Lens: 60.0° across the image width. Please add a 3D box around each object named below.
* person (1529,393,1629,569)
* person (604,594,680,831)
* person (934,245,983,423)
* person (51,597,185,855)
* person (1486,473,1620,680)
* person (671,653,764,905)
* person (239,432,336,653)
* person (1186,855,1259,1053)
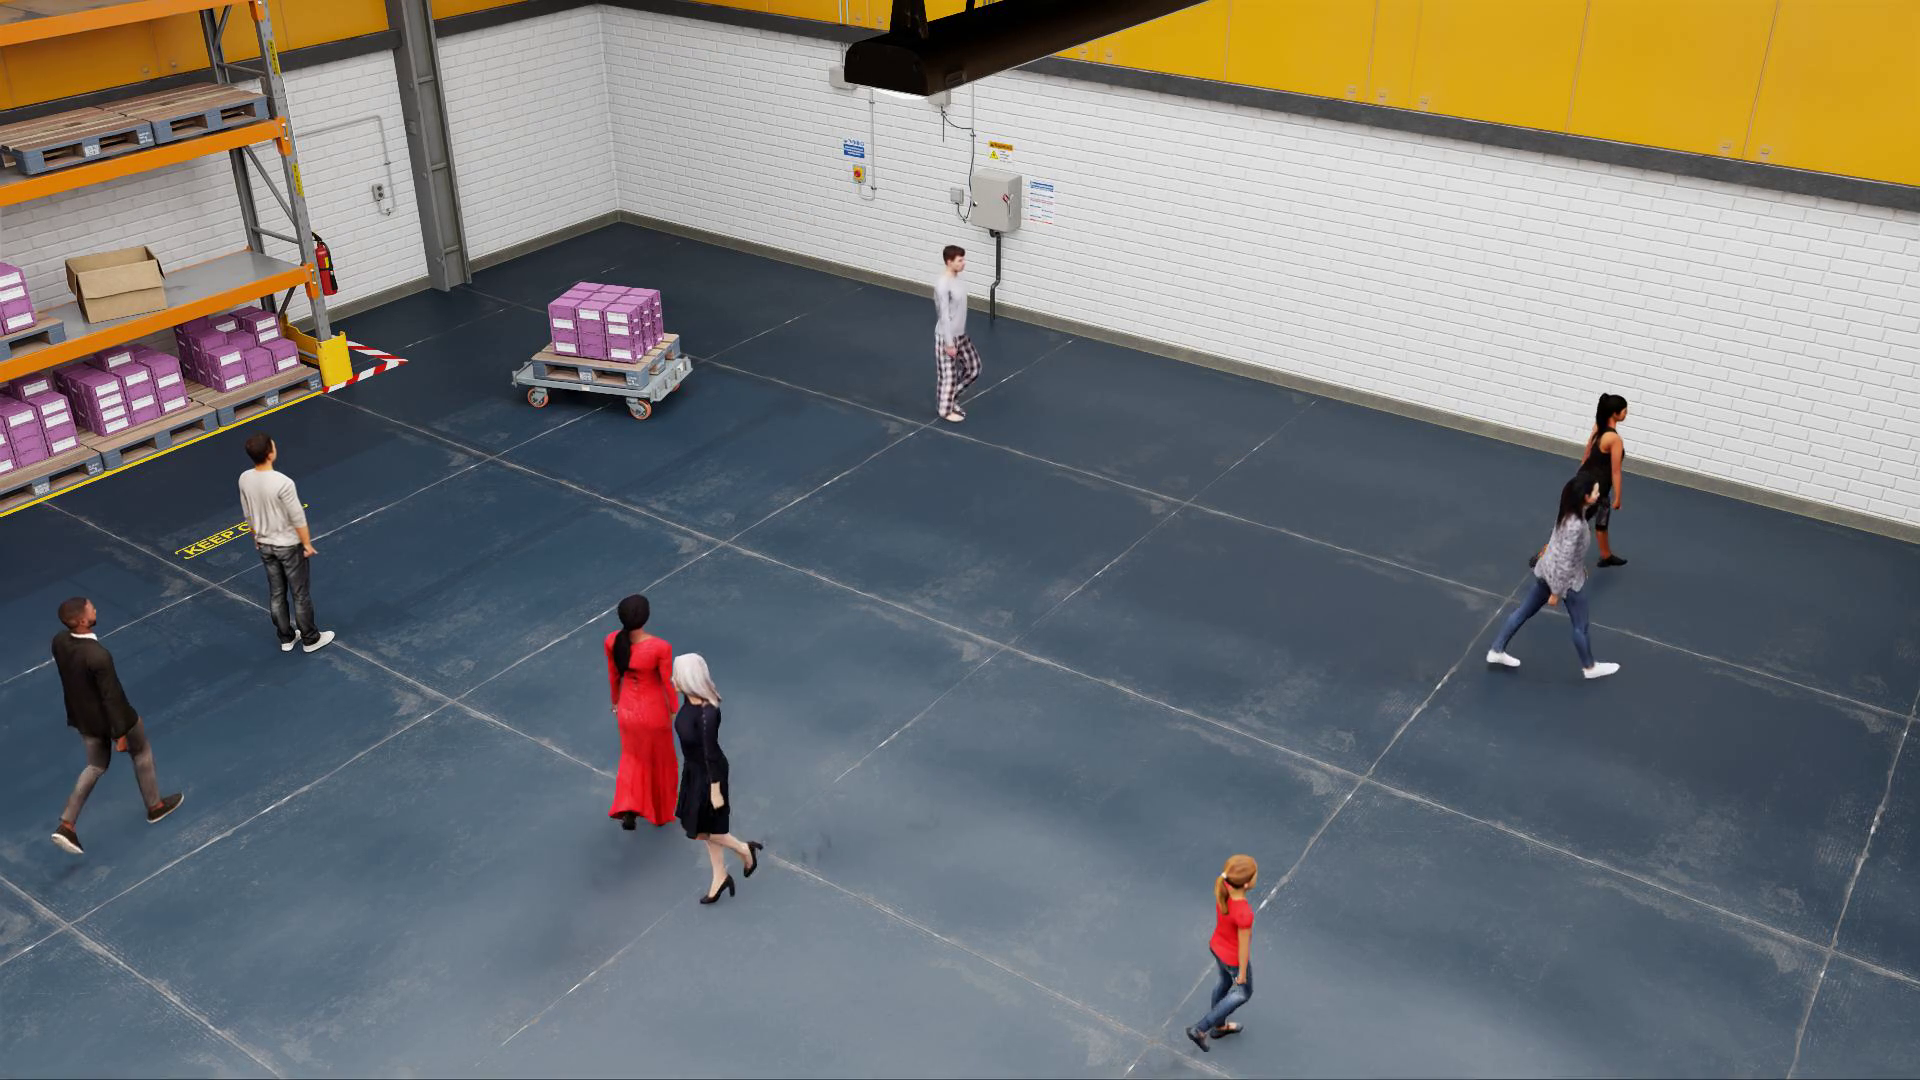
[{"bbox_3d":[5.144,-0.423,13.697,1.088,1.616,1.099,-1,29,-2],"label":"person"},{"bbox_3d":[-2.058,1.163,10.624,0.797,1.775,0.903,6,29,11],"label":"person"},{"bbox_3d":[-0.158,-2.045,16.439,0.750,1.838,0.623,14,32,24],"label":"person"},{"bbox_3d":[-5.517,1.196,10.570,0.812,1.769,1.161,12,31,21],"label":"person"},{"bbox_3d":[4.346,0.287,12.329,1.076,1.680,1.202,3,29,5],"label":"person"},{"bbox_3d":[-1.469,1.446,10.153,0.898,1.728,0.817,-15,32,-25],"label":"person"},{"bbox_3d":[-5.181,0.025,12.672,0.715,1.811,0.665,7,29,13],"label":"person"},{"bbox_3d":[1.420,2.271,9.088,0.737,1.301,0.651,-11,30,-19],"label":"person"}]
